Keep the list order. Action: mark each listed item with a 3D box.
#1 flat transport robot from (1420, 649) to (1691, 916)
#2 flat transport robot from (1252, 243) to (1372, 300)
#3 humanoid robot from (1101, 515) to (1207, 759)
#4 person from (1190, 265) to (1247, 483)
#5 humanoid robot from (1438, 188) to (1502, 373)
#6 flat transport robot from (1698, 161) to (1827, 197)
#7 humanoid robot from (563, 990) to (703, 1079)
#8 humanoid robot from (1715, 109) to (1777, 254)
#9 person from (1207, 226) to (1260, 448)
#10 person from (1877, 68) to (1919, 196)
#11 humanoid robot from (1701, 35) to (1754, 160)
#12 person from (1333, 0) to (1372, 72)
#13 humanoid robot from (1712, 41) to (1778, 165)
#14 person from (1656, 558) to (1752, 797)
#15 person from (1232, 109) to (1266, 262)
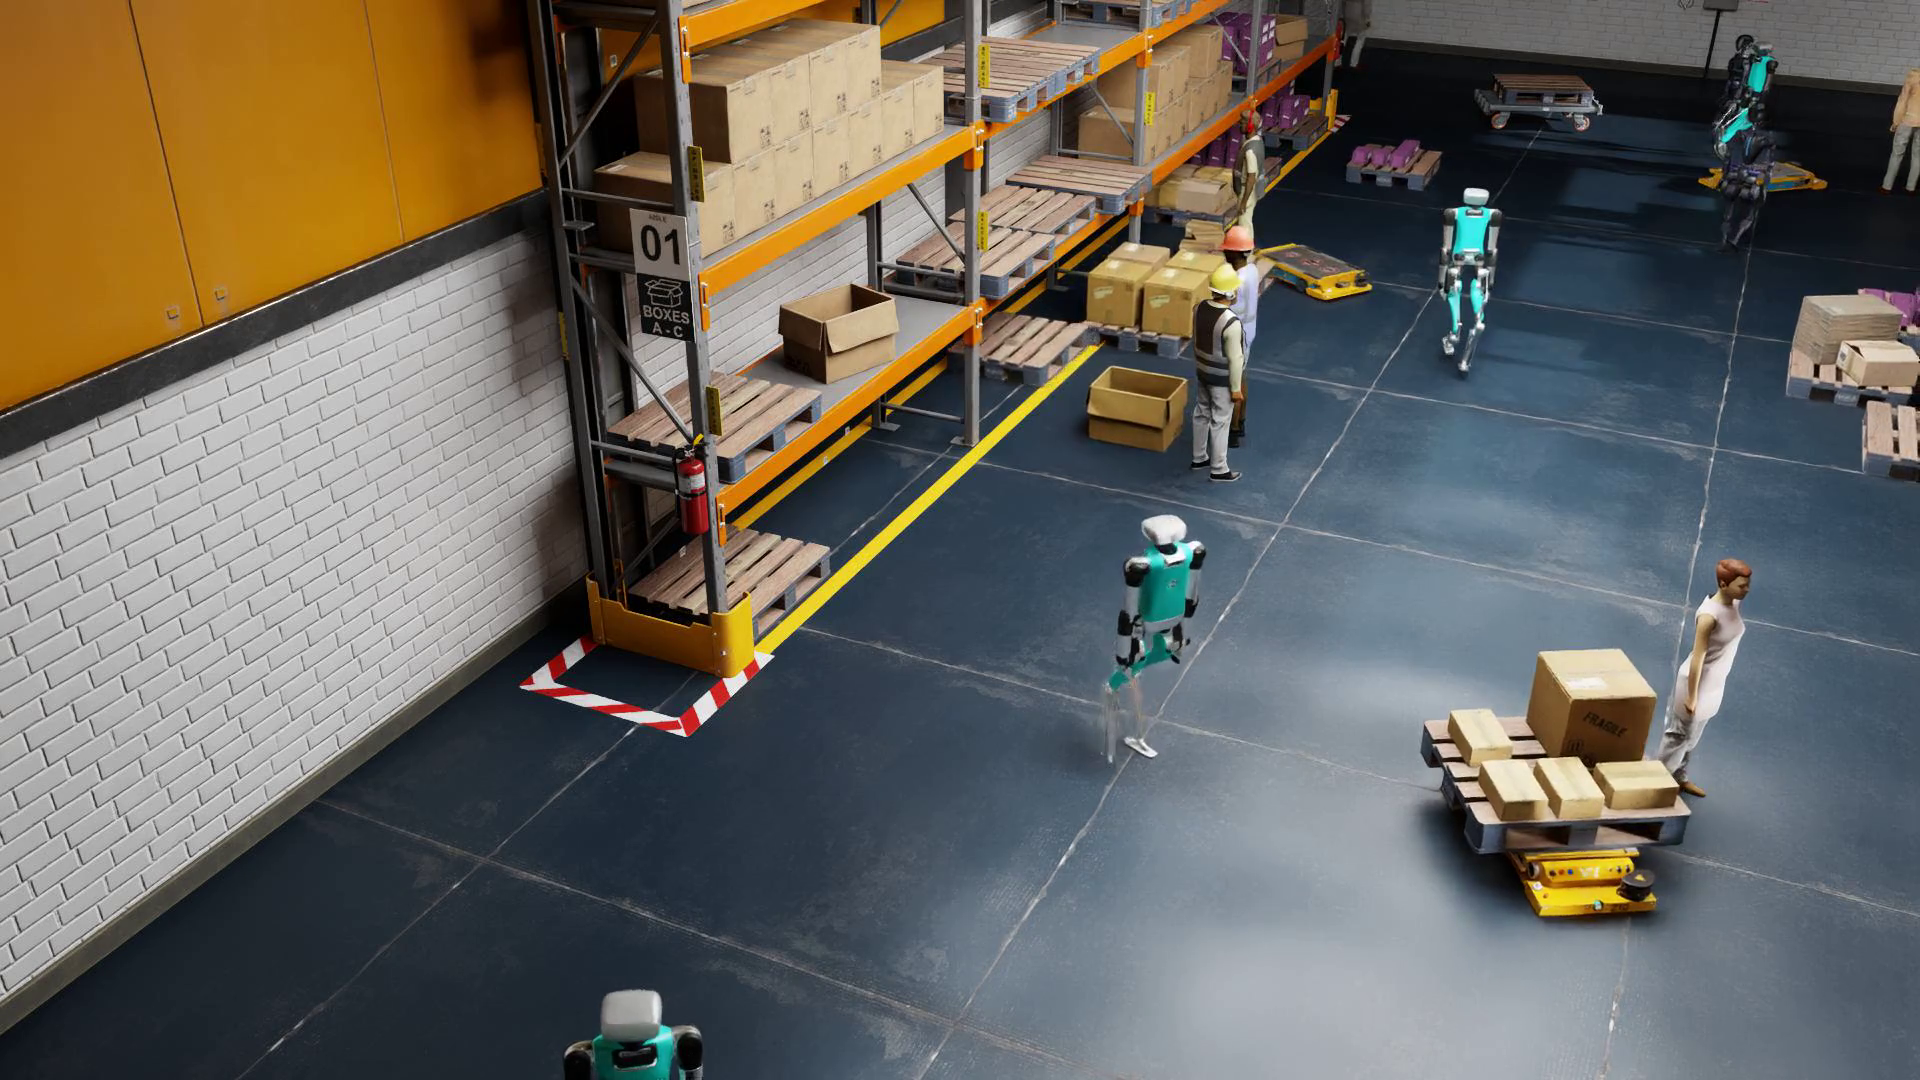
[{"bbox_3d":[3.437,1.640,9.687,0.659,0.231,1.431,-2,28,-3],"label":"flat transport robot"},{"bbox_3d":[3.786,-2.962,18.220,0.659,0.231,1.431,-15,32,-26],"label":"flat transport robot"},{"bbox_3d":[1.082,0.600,10.125,0.540,1.832,0.710,-14,31,-24],"label":"humanoid robot"},{"bbox_3d":[2.124,-1.359,13.596,0.404,1.837,0.587,-14,31,-24],"label":"person"},{"bbox_3d":[4.758,-2.354,15.571,0.537,1.736,1.027,3,28,6],"label":"humanoid robot"},{"bbox_3d":[10.279,-4.613,21.281,1.431,0.231,0.659,-8,29,-14],"label":"flat transport robot"},{"bbox_3d":[-1.152,2.690,6.282,0.555,1.774,1.054,-7,29,-13],"label":"humanoid robot"},{"bbox_3d":[8.799,-4.030,18.721,0.589,1.648,0.378,25,37,38],"label":"humanoid robot"},{"bbox_3d":[2.317,-1.724,14.170,0.370,1.934,0.550,12,31,21],"label":"person"},{"bbox_3d":[11.935,-5.234,20.759,0.557,1.868,0.391,2,28,4],"label":"person"},{"bbox_3d":[10.279,-5.884,22.162,0.371,1.653,0.600,4,29,7],"label":"humanoid robot"},{"bbox_3d":[6.369,-8.468,26.818,0.440,1.802,0.567,-17,33,-29],"label":"person"},{"bbox_3d":[9.917,-5.464,21.252,0.679,1.751,0.547,-2,28,-4],"label":"humanoid robot"},{"bbox_3d":[4.341,0.843,9.695,0.273,1.659,0.464,24,37,37],"label":"person"},{"bbox_3d":[3.111,-3.725,17.978,0.373,1.841,0.567,5,29,8],"label":"person"}]
